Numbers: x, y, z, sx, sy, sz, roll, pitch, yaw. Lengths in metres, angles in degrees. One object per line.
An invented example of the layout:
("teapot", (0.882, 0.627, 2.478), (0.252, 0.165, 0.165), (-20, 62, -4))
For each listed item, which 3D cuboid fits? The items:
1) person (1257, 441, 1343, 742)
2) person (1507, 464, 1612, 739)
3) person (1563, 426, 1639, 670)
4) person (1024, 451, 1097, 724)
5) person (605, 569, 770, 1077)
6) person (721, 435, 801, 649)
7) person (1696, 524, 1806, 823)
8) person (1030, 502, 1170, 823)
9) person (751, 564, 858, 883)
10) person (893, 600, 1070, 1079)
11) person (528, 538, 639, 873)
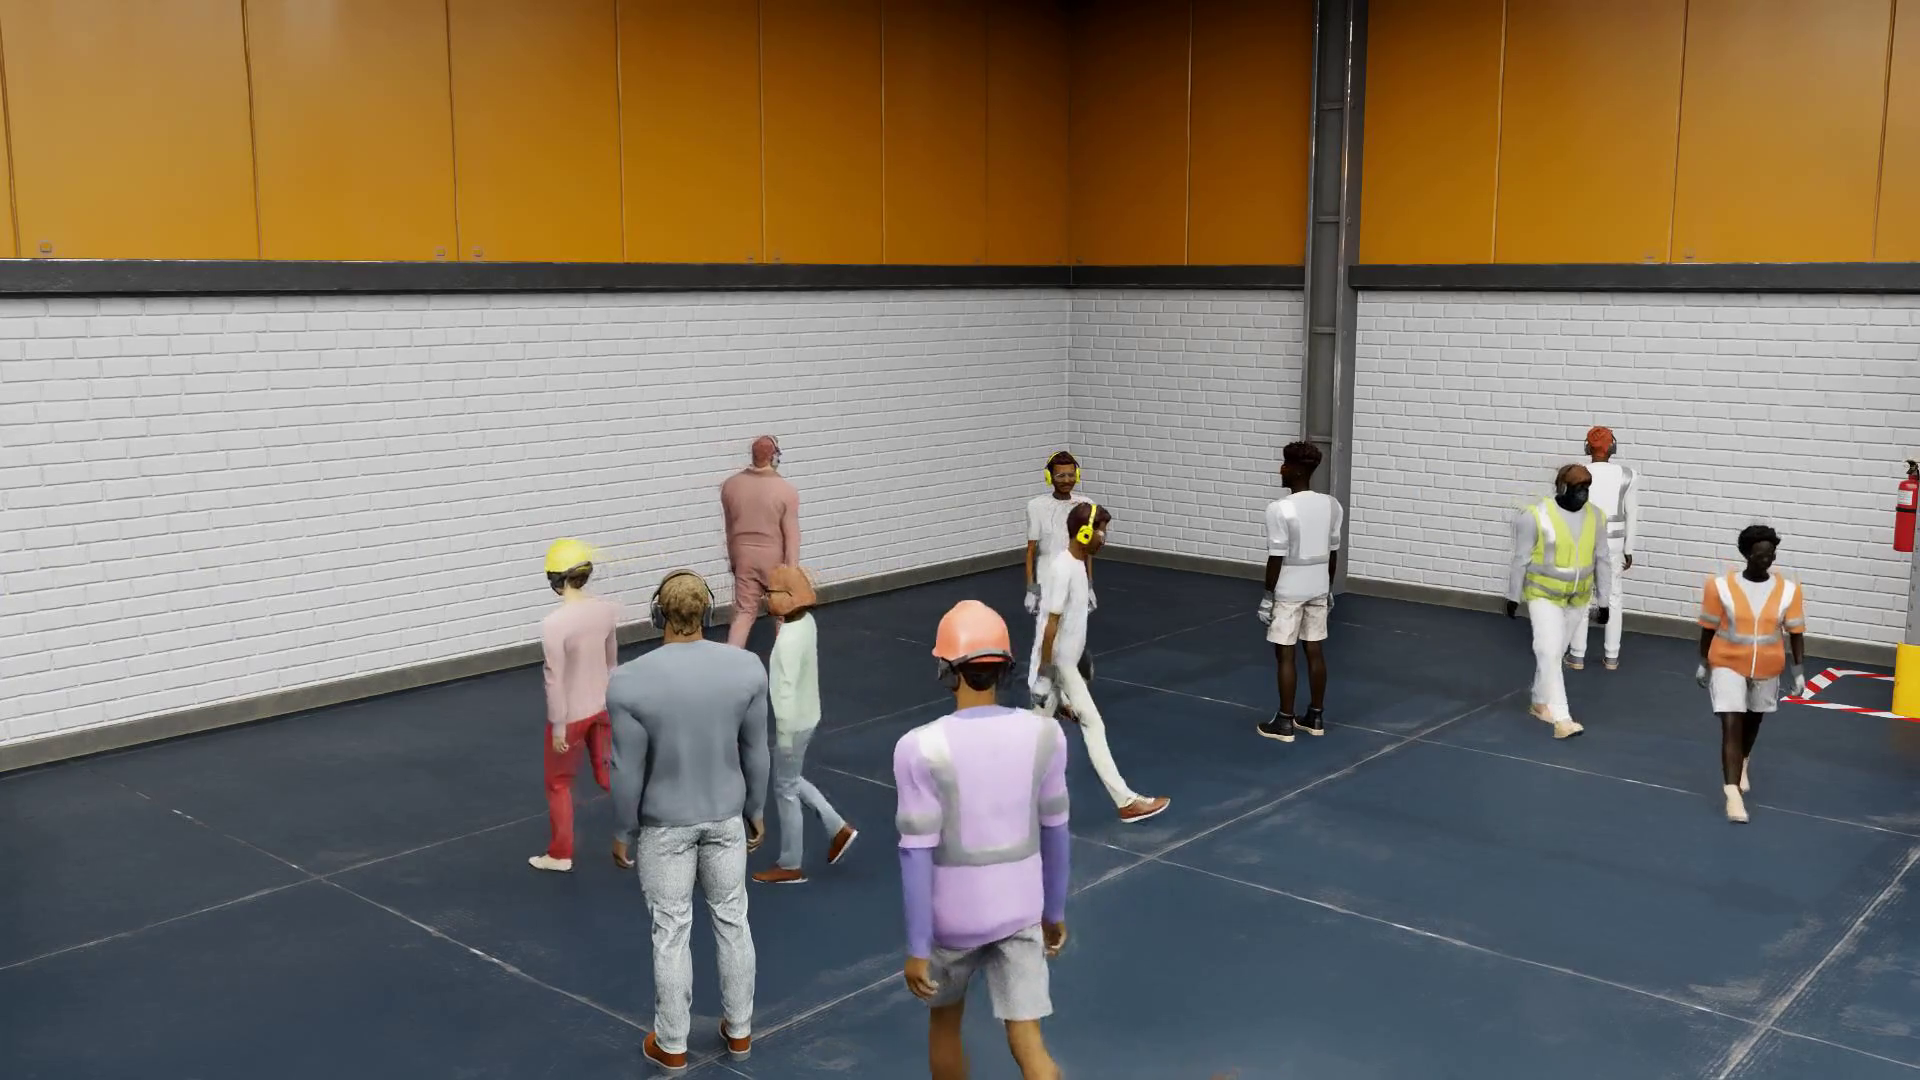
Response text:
("person", (2.206, 0.331, 10.869), (0.613, 1.965, 0.361), (-5, 10, -30))
("person", (4.020, 0.398, 10.996), (0.634, 1.790, 0.948), (-2, 9, -12))
("person", (4.898, 0.064, 12.804), (0.573, 1.884, 0.359), (2, 9, 10))
("person", (0.683, 0.326, 11.206), (0.513, 1.871, 0.329), (-3, 10, -18))
("person", (-1.027, 1.068, 6.331), (0.627, 1.941, 0.371), (-4, 10, -25))
("person", (-1.461, 0.166, 12.199), (0.647, 1.876, 0.849), (3, 9, 18))
("person", (4.494, 0.712, 9.482), (0.544, 1.651, 0.899), (2, 9, 11))
("person", (0.645, 0.684, 9.192), (1.046, 1.796, 0.572), (1, 9, 5))
("person", (-0.800, 0.916, 8.247), (0.435, 1.621, 0.514), (1, 9, 6))
("person", (0.117, 1.206, 5.324), (0.617, 2.003, 1.031), (-4, 10, -22))
("person", (-1.832, 0.852, 8.297), (0.773, 1.735, 0.533), (5, 10, 29))
